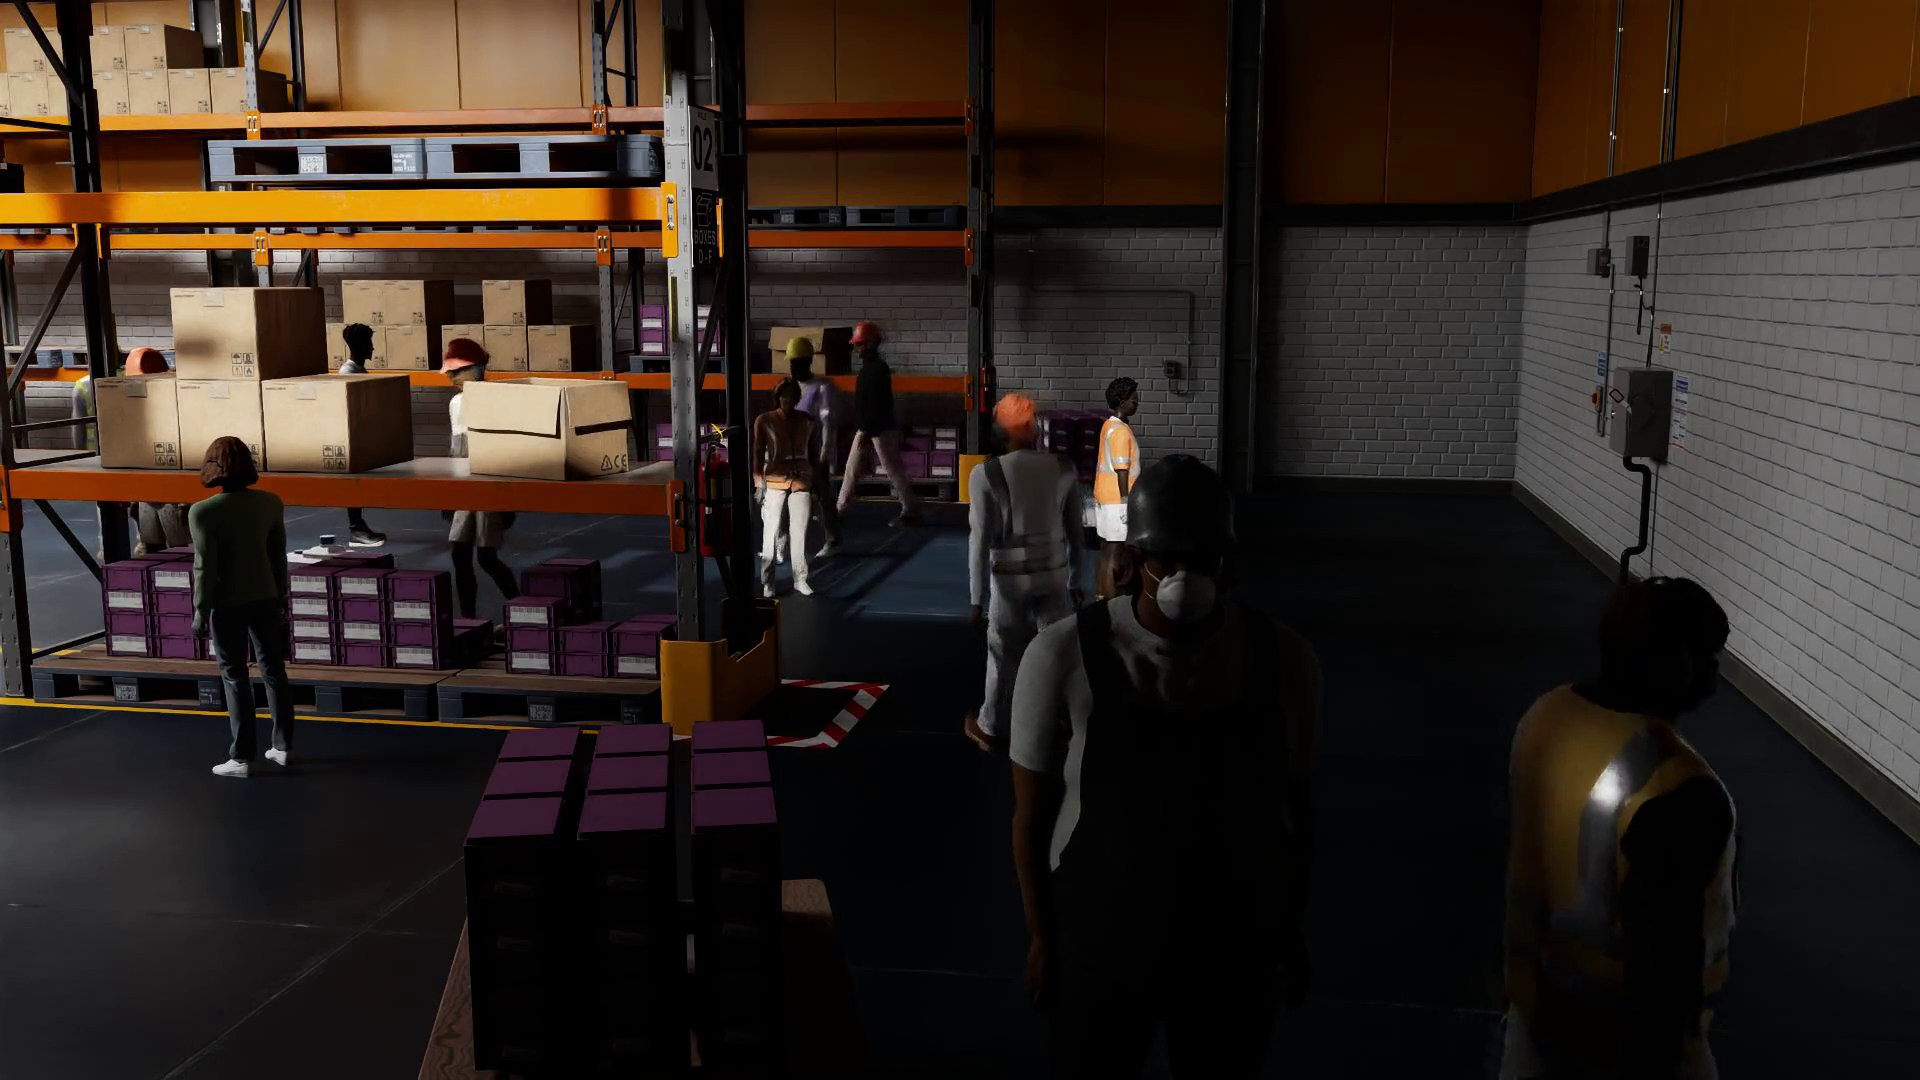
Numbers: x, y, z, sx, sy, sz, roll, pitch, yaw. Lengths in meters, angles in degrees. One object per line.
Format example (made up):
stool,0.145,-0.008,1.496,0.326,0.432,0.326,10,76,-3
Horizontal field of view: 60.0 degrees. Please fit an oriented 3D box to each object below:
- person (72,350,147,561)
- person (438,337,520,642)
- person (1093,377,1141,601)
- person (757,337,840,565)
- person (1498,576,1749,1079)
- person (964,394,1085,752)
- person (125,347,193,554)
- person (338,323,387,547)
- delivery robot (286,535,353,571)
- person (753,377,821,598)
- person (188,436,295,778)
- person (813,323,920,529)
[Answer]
person,-7.066,-0.739,13.922,0.632,1.836,0.429,-7,12,-39
person,-3.114,-0.293,10.632,0.679,1.995,0.688,7,12,38
person,1.084,-0.271,11.429,0.319,1.695,0.538,-1,9,-5
person,-1.291,-0.731,13.723,0.610,1.870,0.978,6,11,31
person,1.445,0.960,3.459,0.936,1.795,0.645,-2,9,-9
person,0.326,0.216,8.016,0.653,1.827,1.023,-3,10,-20
person,-5.202,-0.285,10.804,0.543,1.928,0.374,4,10,24
person,-5.300,-0.929,14.680,0.371,1.966,0.608,-2,9,-13
delivery robot,-4.440,0.207,11.704,0.707,0.478,0.477,4,10,22
person,-1.280,-0.389,12.345,0.523,1.636,0.311,-4,10,-24
person,-3.442,0.318,7.970,0.269,1.632,0.505,5,11,30
person,-0.836,-1.049,15.545,1.045,1.941,0.609,-4,10,-24
